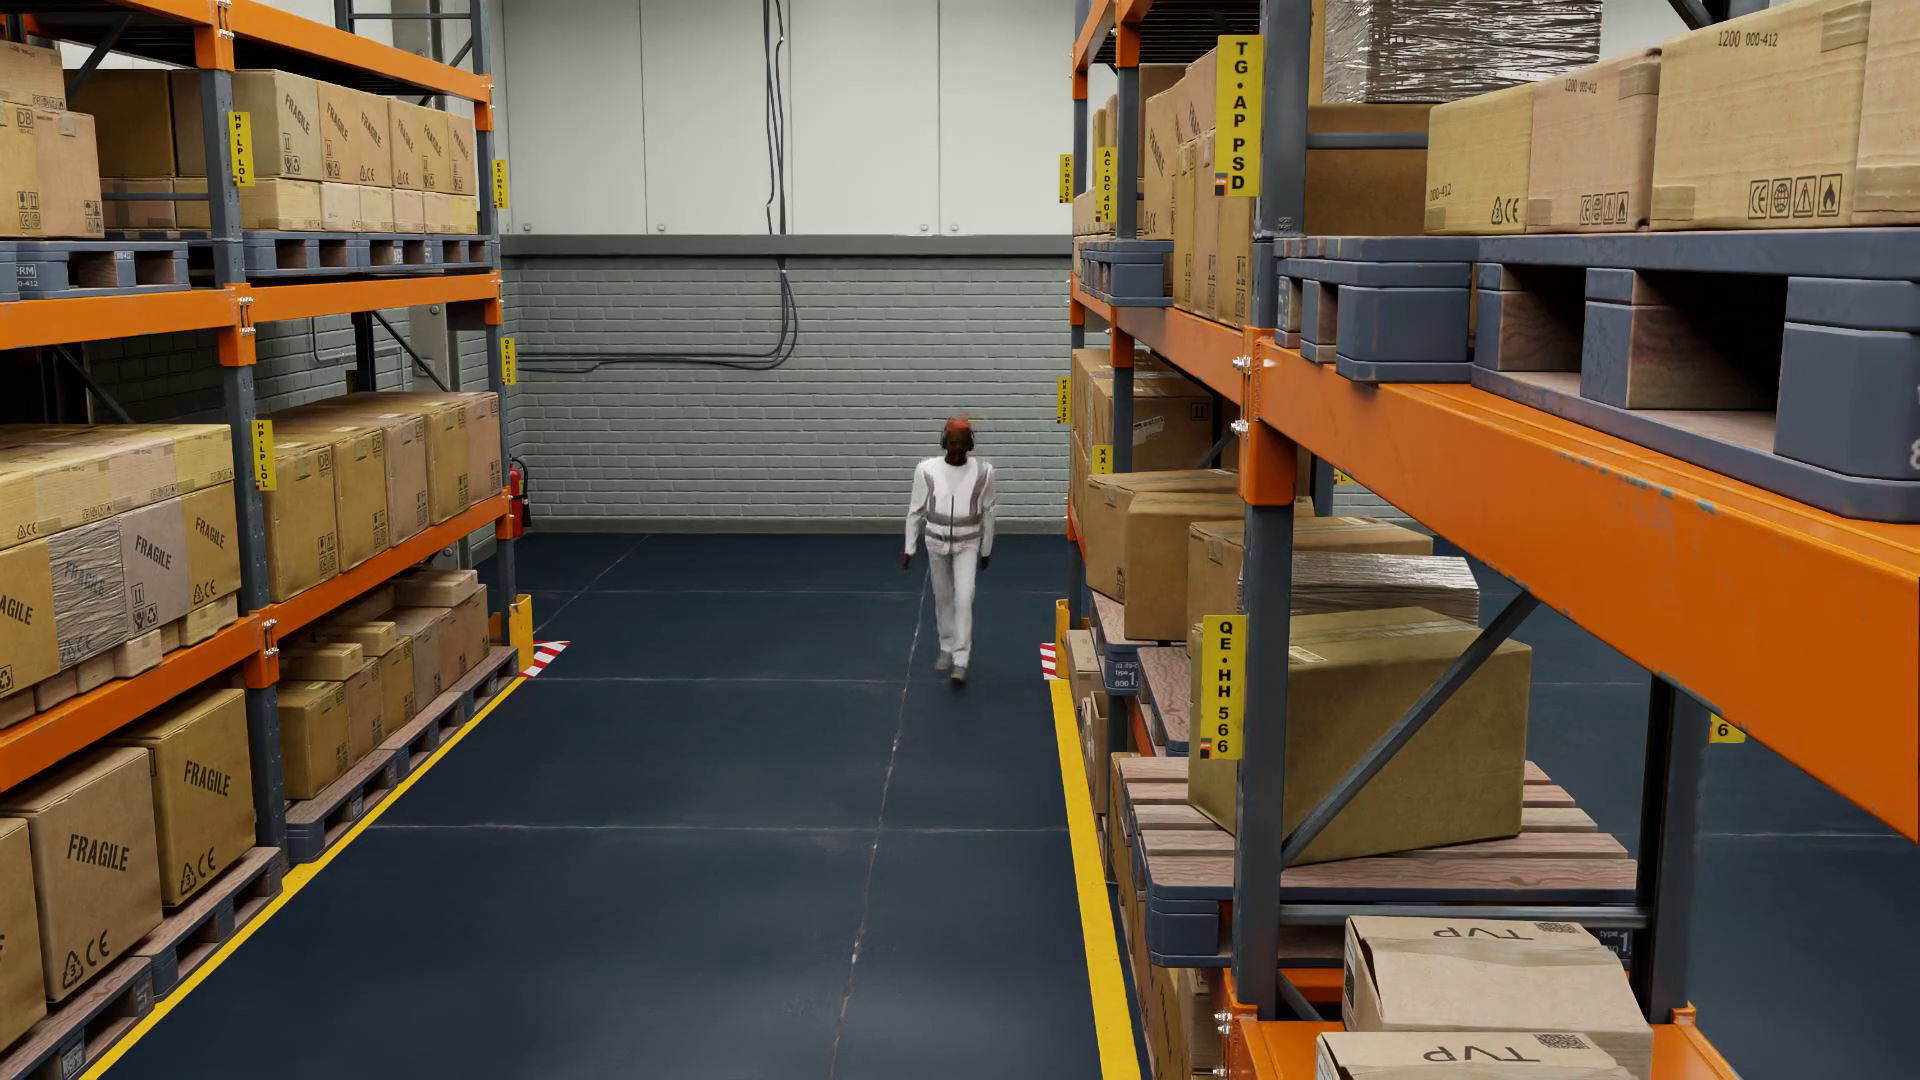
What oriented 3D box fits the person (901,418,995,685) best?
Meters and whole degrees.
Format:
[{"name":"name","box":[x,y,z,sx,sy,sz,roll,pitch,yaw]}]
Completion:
[{"name":"person","box":[-0.081,0.074,11.557,0.634,1.829,0.998,1,10,5]}]
